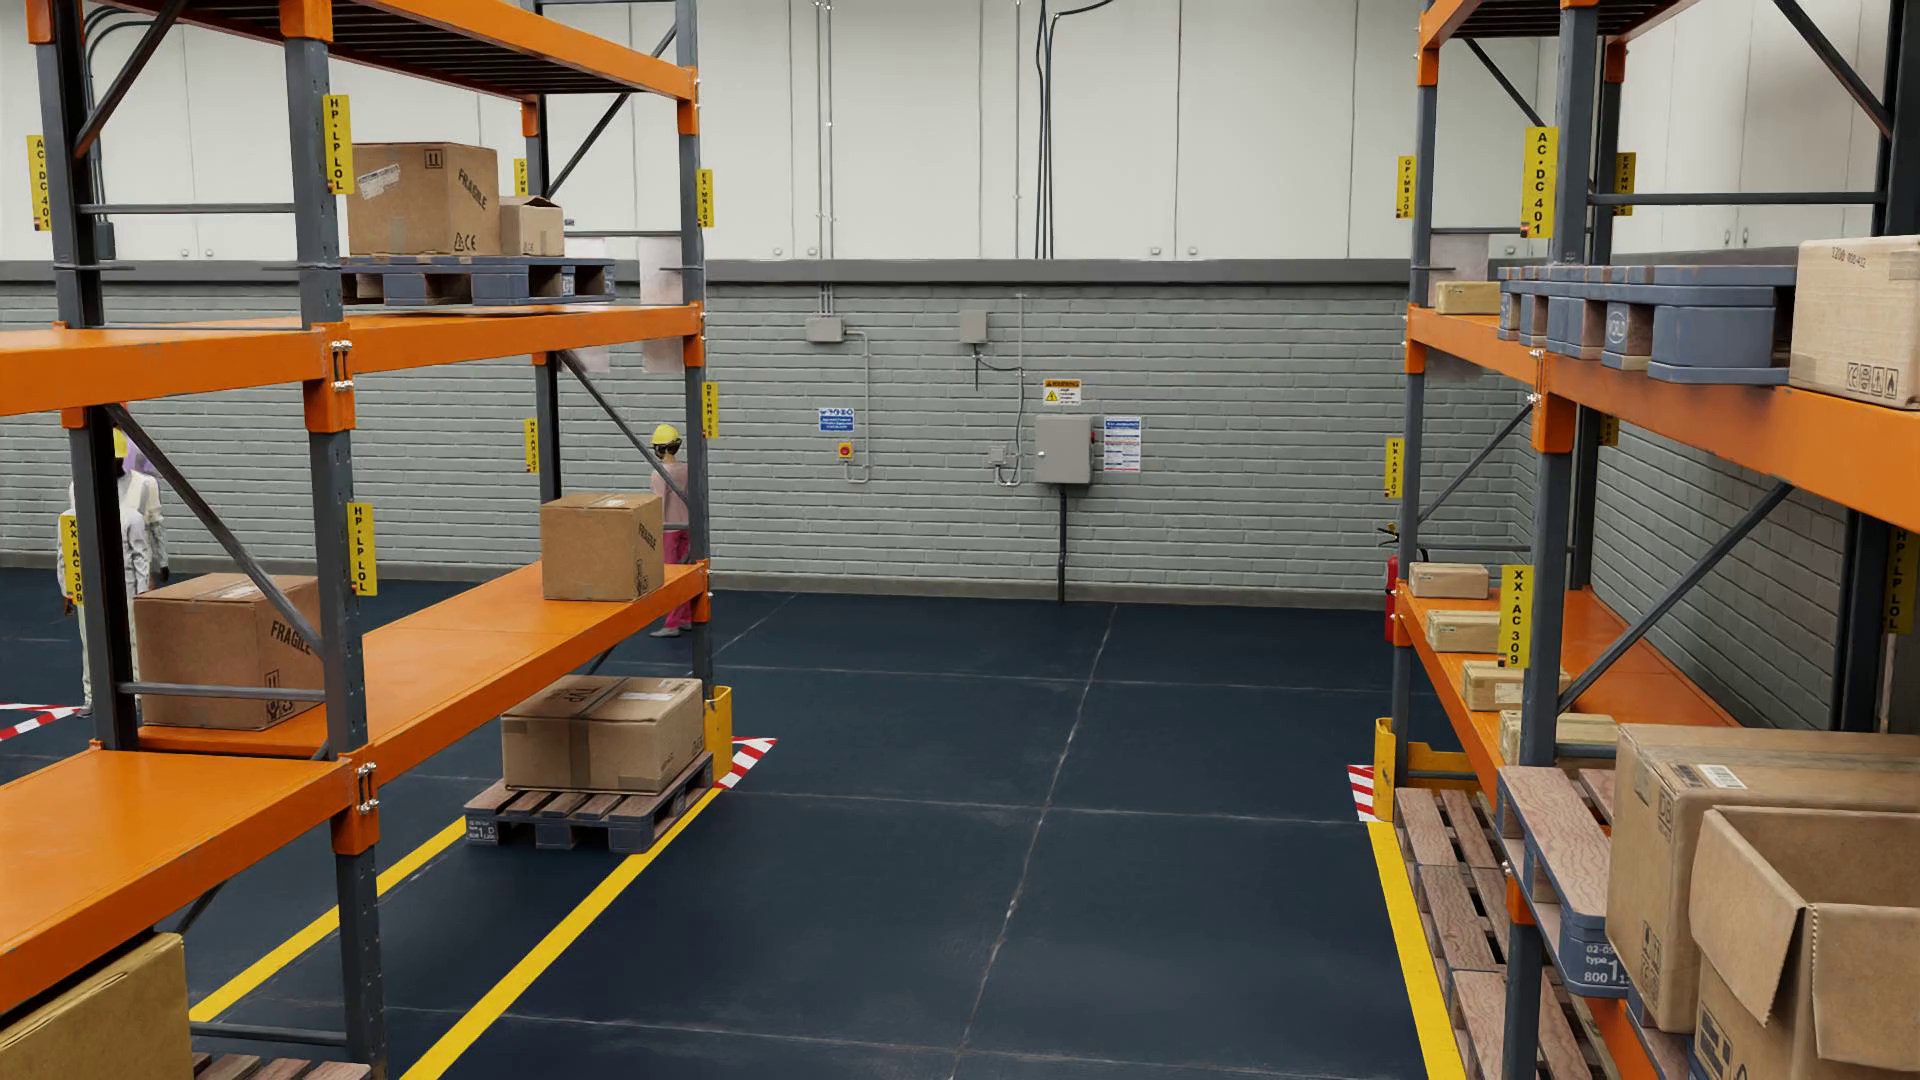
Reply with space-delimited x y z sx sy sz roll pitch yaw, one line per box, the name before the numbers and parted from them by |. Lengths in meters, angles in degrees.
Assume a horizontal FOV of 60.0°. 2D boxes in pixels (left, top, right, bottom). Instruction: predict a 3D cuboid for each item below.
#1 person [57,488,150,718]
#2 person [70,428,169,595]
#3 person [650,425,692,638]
person | -5.817 0.338 11.299 0.573 1.747 0.339 -2 9 -12
person | -6.062 0.139 12.034 0.598 1.916 0.536 -6 11 -34
person | -2.415 -0.073 13.790 0.313 1.767 0.534 3 10 20
